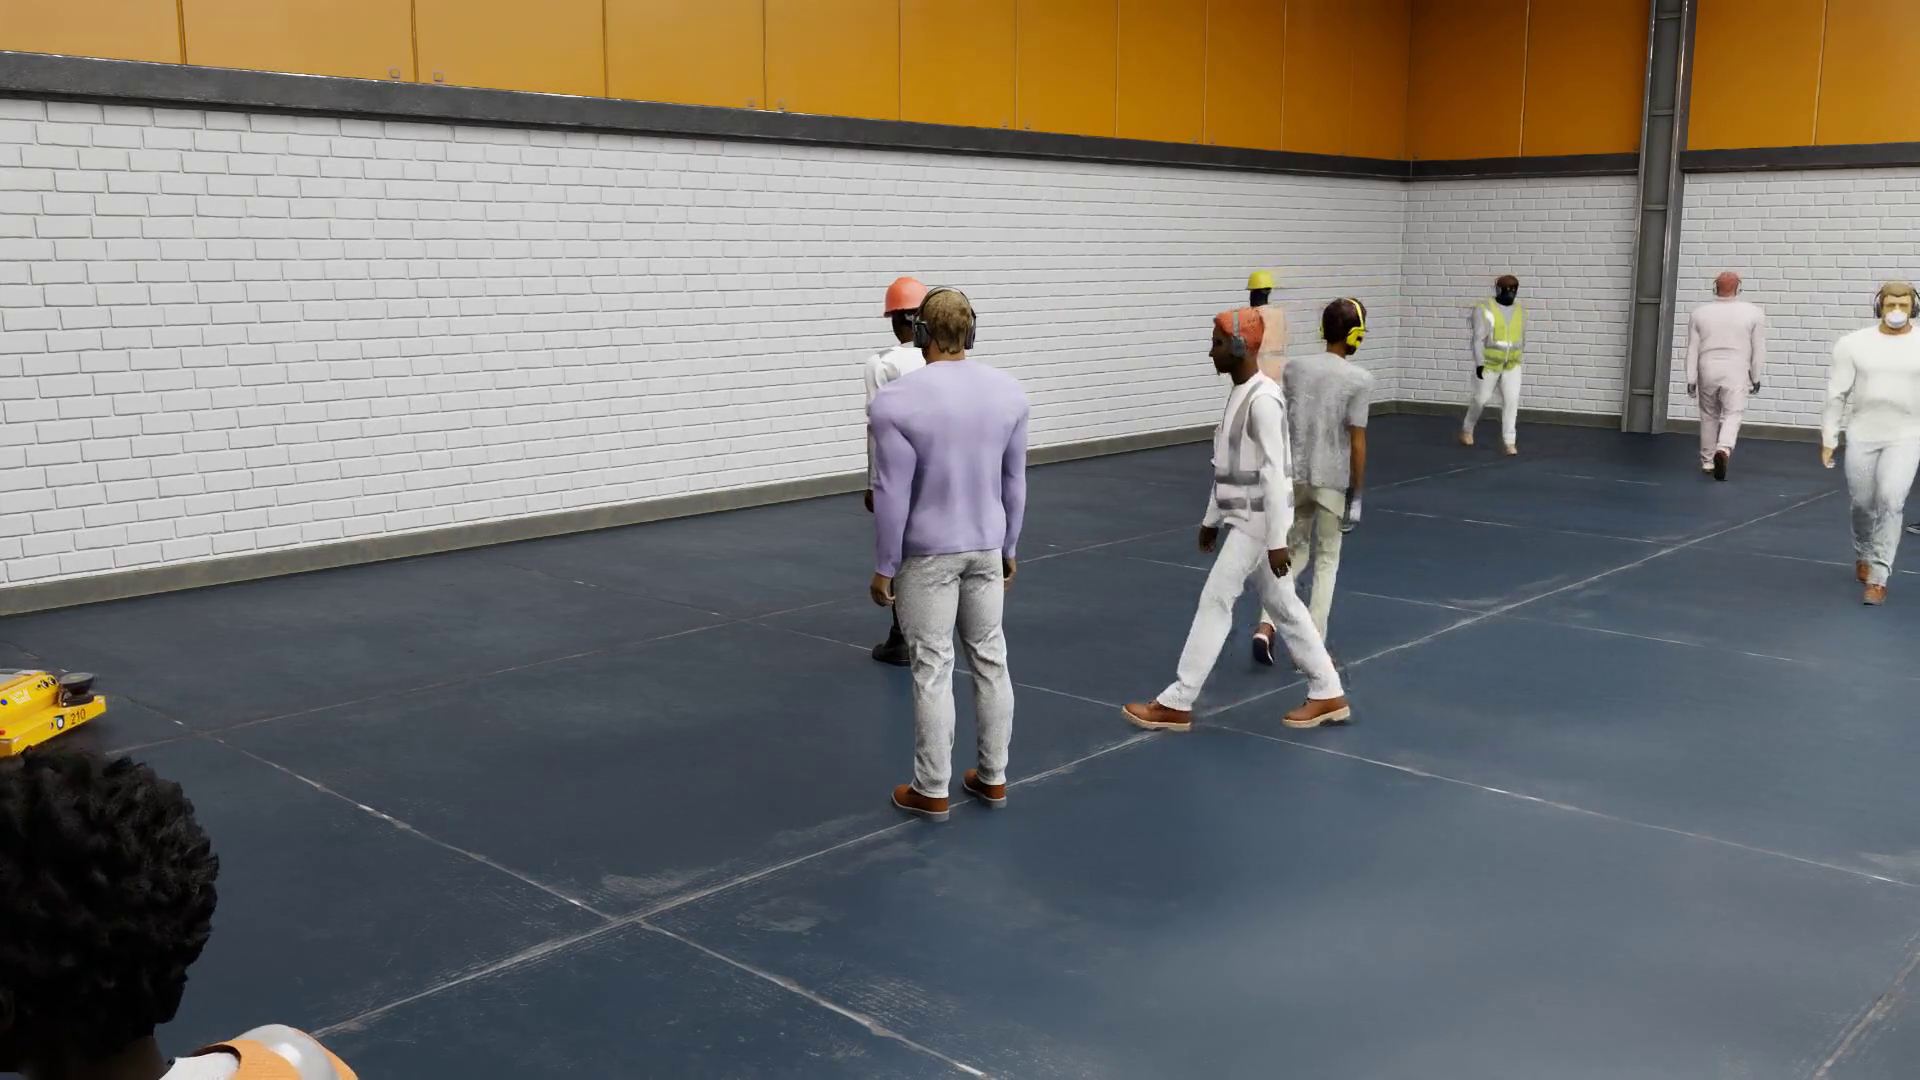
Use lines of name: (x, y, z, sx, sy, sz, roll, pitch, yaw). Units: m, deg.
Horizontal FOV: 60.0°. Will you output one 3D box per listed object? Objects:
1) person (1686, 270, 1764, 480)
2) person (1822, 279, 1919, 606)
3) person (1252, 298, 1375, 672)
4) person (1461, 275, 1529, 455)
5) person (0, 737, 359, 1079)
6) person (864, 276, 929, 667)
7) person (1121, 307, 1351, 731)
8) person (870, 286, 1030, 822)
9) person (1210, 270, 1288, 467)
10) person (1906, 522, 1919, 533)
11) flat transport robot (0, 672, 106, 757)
person: (6.887, -1.491, 15.030, 0.634, 1.884, 0.842, 7, 12, 34)
person: (5.543, -0.613, 9.989, 0.642, 1.905, 0.981, 6, 12, 32)
person: (1.704, -0.248, 8.077, 0.548, 1.838, 0.549, 9, 14, 42)
person: (5.473, -1.802, 16.996, 0.615, 1.817, 0.839, -1, 10, -4)
person: (-0.678, 0.995, 1.417, 0.320, 1.691, 0.532, 3, 10, 14)
person: (-0.238, -0.336, 8.295, 0.544, 1.936, 0.359, -5, 11, -28)
person: (1.248, -0.079, 7.131, 1.004, 1.829, 0.586, 0, 10, 2)
person: (-0.043, 0.056, 6.051, 0.627, 1.940, 0.375, -5, 11, -28)
person: (2.761, -1.524, 15.246, 0.603, 1.873, 1.017, -7, 12, -36)
person: (7.106, -0.914, 11.908, 0.403, 1.826, 0.591, -2, 10, -12)
flat transport robot: (-4.495, 0.716, 7.042, 1.431, 0.197, 0.652, 1, 10, 4)
